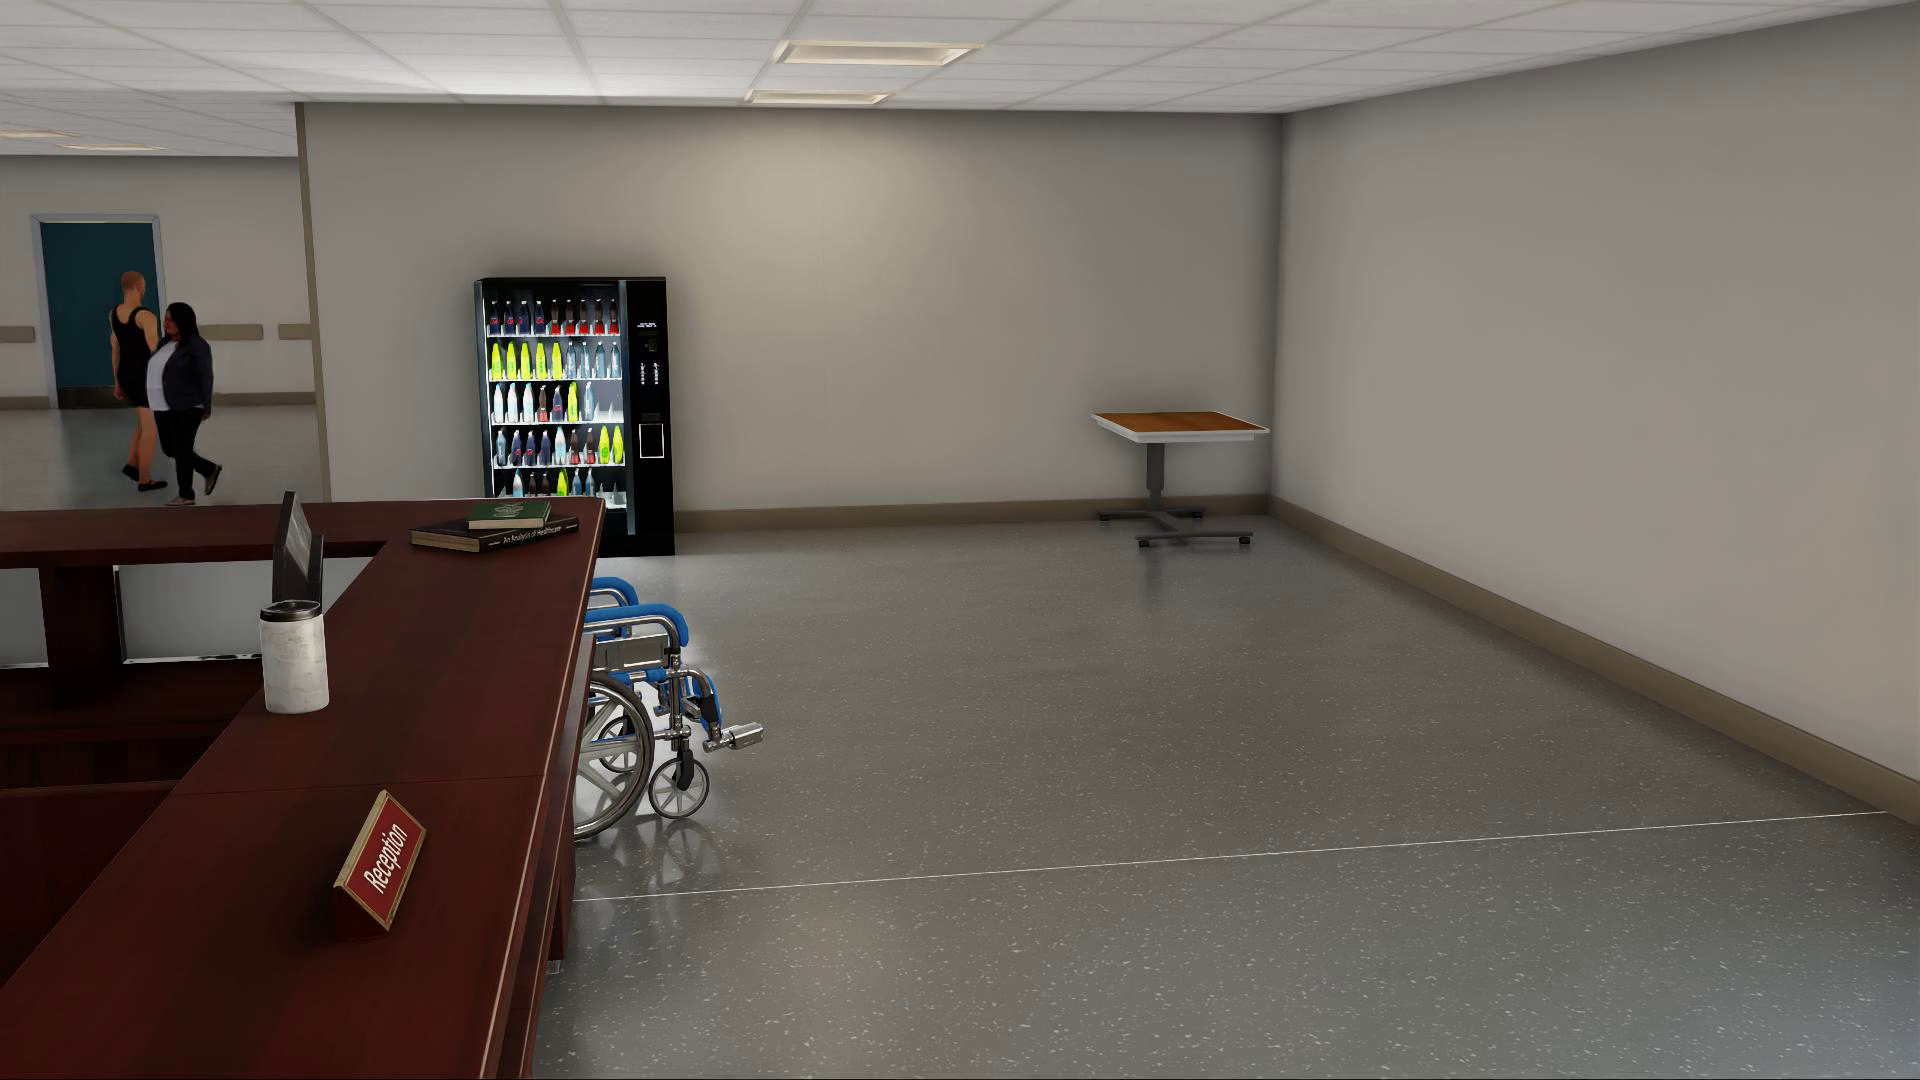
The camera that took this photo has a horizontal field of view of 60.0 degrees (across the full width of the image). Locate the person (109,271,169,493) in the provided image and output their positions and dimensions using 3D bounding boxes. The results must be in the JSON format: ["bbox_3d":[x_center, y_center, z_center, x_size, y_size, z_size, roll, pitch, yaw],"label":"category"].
[{"bbox_3d":[-6.834,-1.289,13.678,0.797,1.804,0.882,5,12,26],"label":"person"}]

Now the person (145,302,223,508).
[{"bbox_3d":[-6.068,-1.057,13.060,0.959,1.580,0.991,5,12,26],"label":"person"}]
